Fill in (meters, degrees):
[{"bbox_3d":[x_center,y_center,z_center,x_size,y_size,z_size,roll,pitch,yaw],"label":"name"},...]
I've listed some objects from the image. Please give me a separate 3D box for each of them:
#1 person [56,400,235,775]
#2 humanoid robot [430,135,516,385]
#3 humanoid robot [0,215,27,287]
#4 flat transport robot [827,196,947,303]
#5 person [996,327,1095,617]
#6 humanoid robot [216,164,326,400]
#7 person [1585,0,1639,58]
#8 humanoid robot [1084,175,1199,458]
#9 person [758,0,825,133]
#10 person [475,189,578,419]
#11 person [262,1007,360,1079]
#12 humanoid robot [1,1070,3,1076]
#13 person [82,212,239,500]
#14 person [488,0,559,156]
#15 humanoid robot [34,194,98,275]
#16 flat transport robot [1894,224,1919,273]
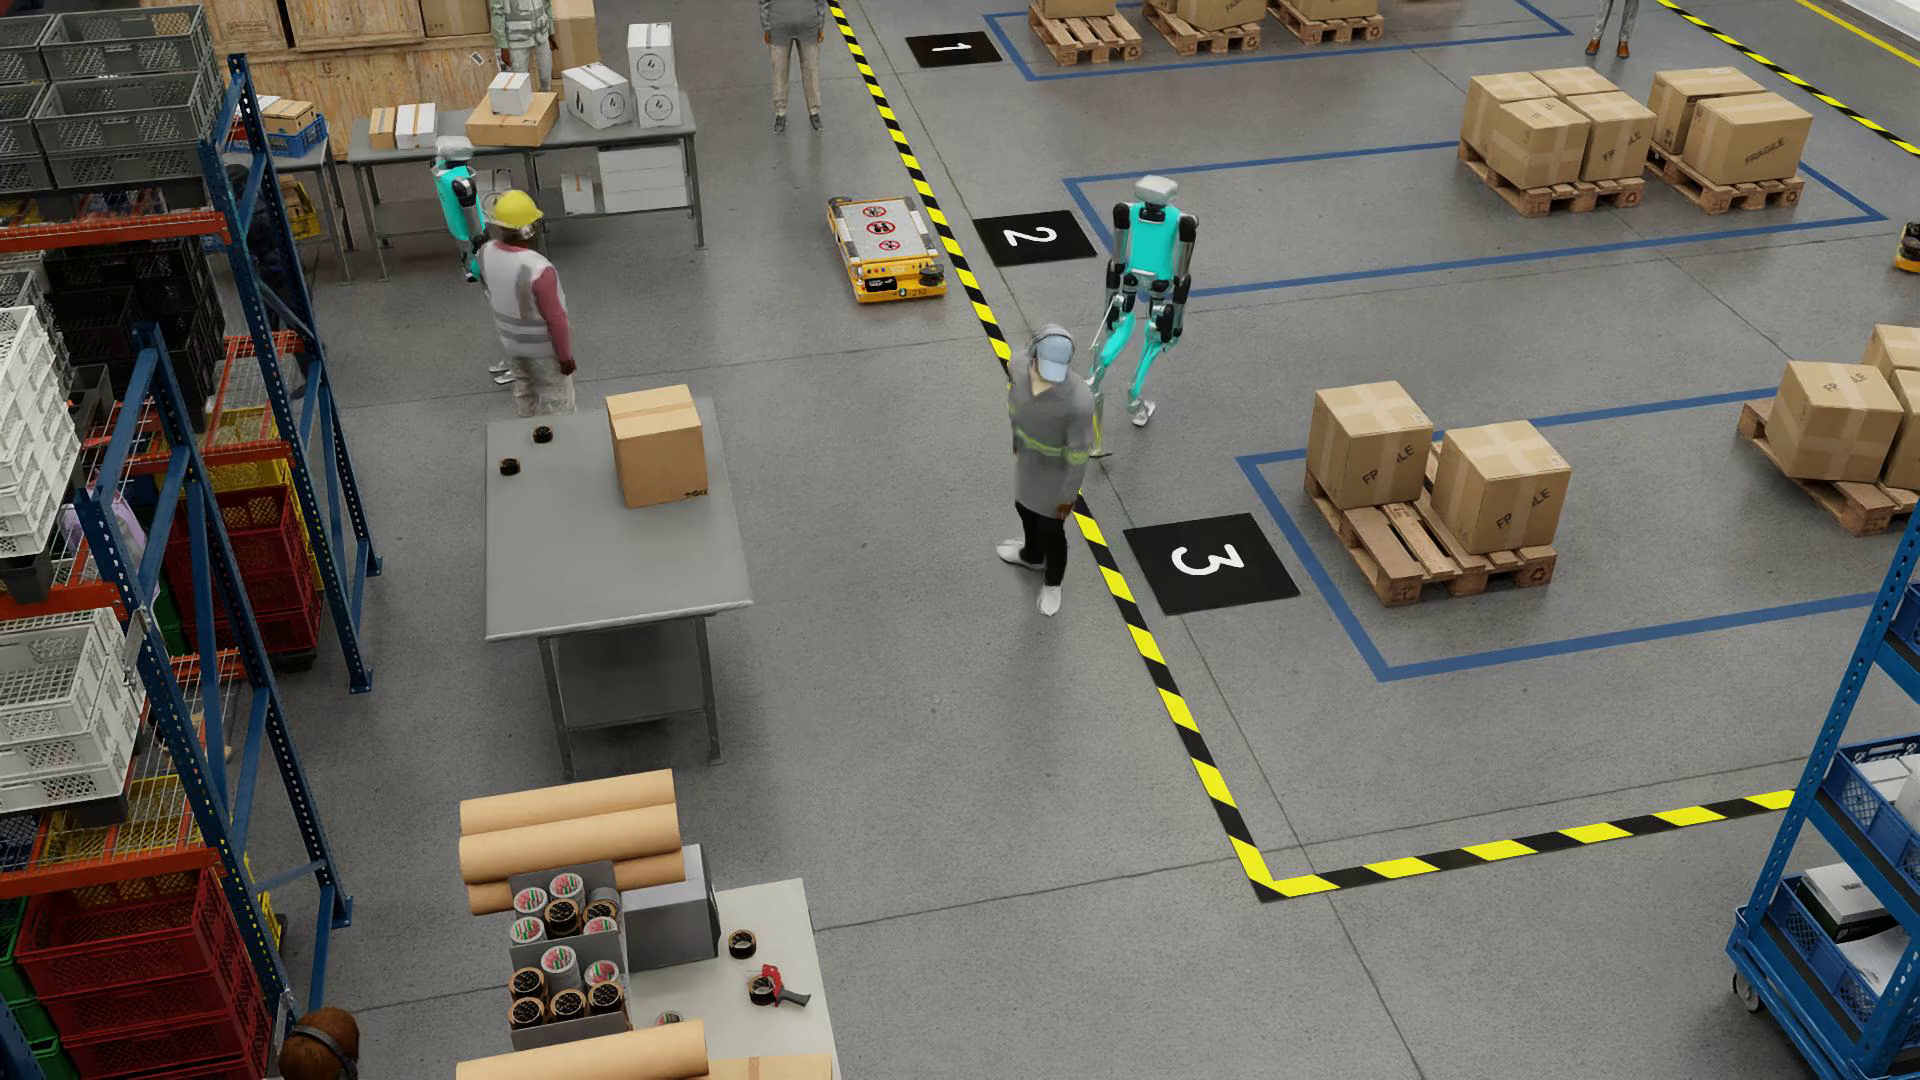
[{"bbox_3d":[-3.867,0.236,7.752,0.367,2.044,0.607,-21,41,-25],"label":"person"},{"bbox_3d":[-2.926,-1.819,10.692,0.690,1.717,0.533,-21,42,-26],"label":"humanoid robot"},{"bbox_3d":[-5.481,-1.135,9.859,1.019,1.730,0.540,25,43,29],"label":"humanoid robot"},{"bbox_3d":[-0.570,-2.220,12.538,0.659,0.231,1.431,-8,37,-10],"label":"flat transport robot"},{"bbox_3d":[0.415,-0.417,8.825,0.454,1.808,0.734,-25,43,-30],"label":"person"},{"bbox_3d":[-4.325,-1.667,10.625,0.613,1.637,0.485,23,43,28],"label":"humanoid robot"},{"bbox_3d":[6.283,-5.458,15.538,0.589,1.880,0.380,11,38,14],"label":"person"},{"bbox_3d":[1.009,-1.221,10.013,0.535,1.750,1.054,17,40,22],"label":"humanoid robot"},{"bbox_3d":[-1.419,-4.362,14.161,0.563,1.766,0.400,-6,37,-8],"label":"person"},{"bbox_3d":[-2.517,-1.201,9.869,0.617,1.819,0.404,22,42,26],"label":"person"},{"bbox_3d":[-1.874,2.143,5.357,0.621,1.844,0.429,7,37,9],"label":"person"},{"bbox_3d":[-3.260,2.167,5.371,0.676,1.756,0.531,5,37,6],"label":"humanoid robot"},{"bbox_3d":[-4.839,-1.025,9.617,0.943,1.838,0.582,-17,40,-22],"label":"person"},{"bbox_3d":[-3.578,-4.157,13.745,0.412,1.939,0.602,25,43,30],"label":"person"},{"bbox_3d":[-5.773,-1.933,10.968,0.369,1.645,0.608,0,37,0],"label":"humanoid robot"},{"bbox_3d":[7.758,-2.076,12.321,1.431,0.197,0.652,18,40,23],"label":"flat transport robot"}]
